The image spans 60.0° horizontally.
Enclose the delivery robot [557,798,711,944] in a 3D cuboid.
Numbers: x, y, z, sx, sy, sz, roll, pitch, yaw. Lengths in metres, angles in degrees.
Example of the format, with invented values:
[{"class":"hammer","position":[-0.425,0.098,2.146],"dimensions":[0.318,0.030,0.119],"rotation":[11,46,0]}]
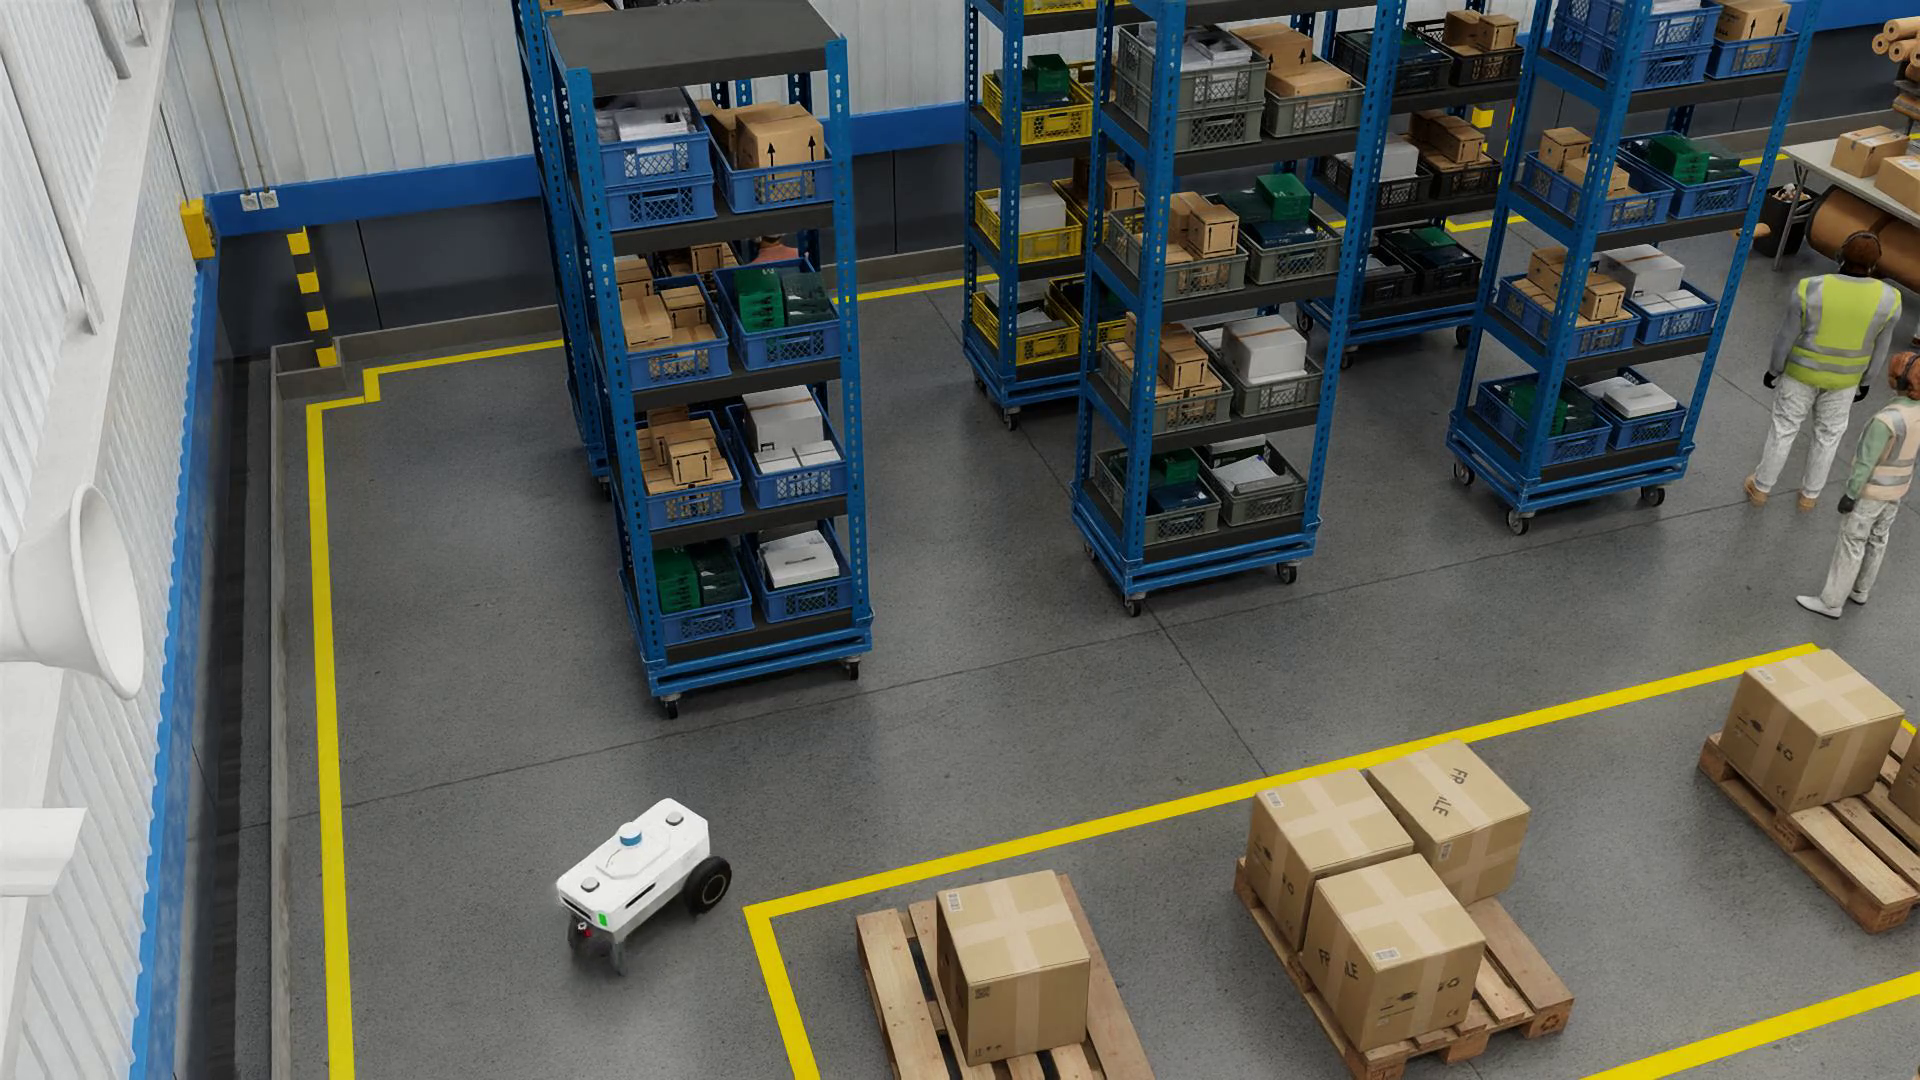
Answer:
[{"class":"delivery robot","position":[-1.481,1.496,7.588],"dimensions":[0.477,0.478,0.707],"rotation":[24,42,30]}]

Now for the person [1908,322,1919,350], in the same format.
[{"class":"person","position":[7.130,-2.108,11.596],"dimensions":[0.384,1.931,0.639],"rotation":[5,35,6]}]

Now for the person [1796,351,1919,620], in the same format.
[{"class":"person","position":[5.108,-0.298,9.282],"dimensions":[0.519,1.632,0.317],"rotation":[-22,41,-27]}]

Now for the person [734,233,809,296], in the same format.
[{"class":"person","position":[-1.134,-1.176,10.231],"dimensions":[0.625,1.981,0.412],"rotation":[-29,44,-35]}]

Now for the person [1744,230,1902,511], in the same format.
[{"class":"person","position":[5.237,-1.019,10.124],"dimensions":[0.621,1.845,0.429],"rotation":[10,36,14]}]
